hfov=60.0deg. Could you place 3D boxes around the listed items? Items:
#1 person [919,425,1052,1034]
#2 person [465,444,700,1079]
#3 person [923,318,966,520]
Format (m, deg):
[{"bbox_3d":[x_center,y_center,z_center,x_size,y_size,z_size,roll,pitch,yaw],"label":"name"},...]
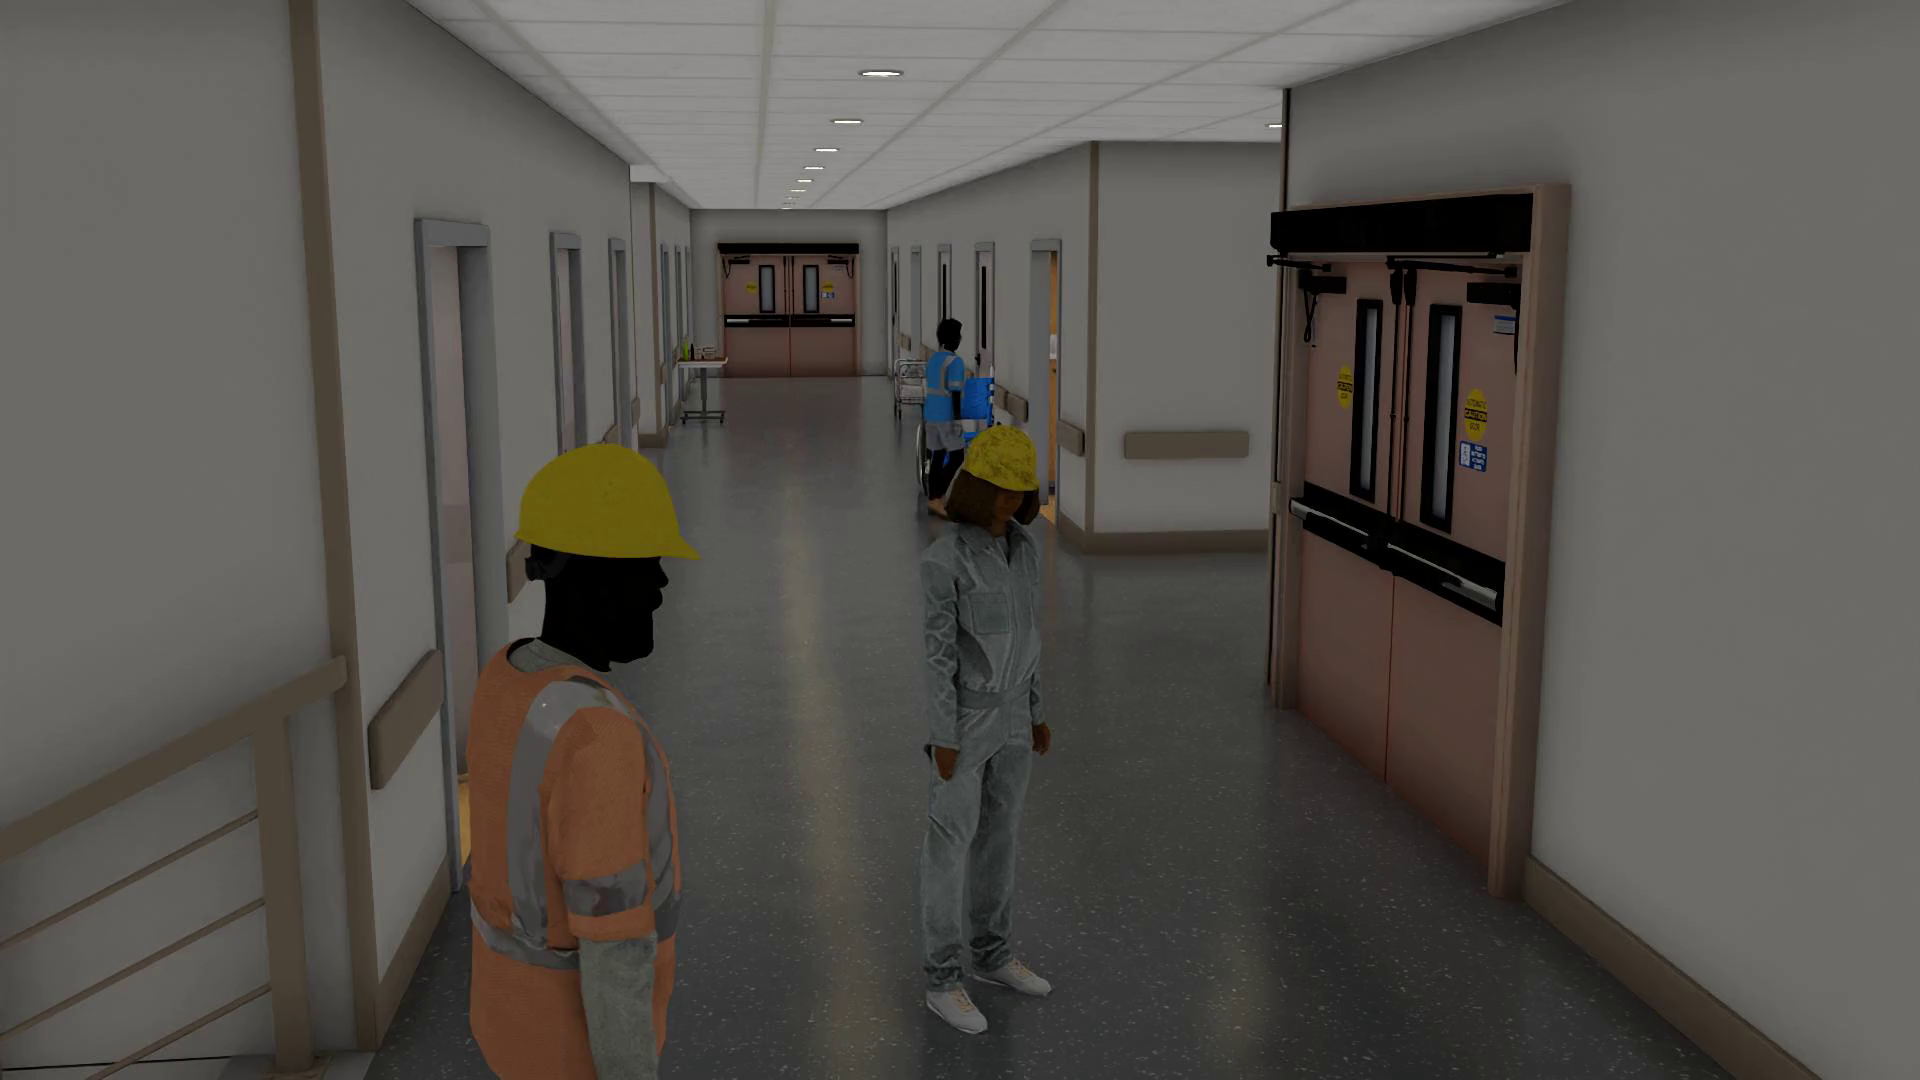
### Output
[{"bbox_3d":[0.095,0.532,4.824,0.311,1.736,0.483,8,13,40],"label":"person"},{"bbox_3d":[-0.598,0.799,2.747,0.393,1.918,0.585,-5,11,-27],"label":"person"},{"bbox_3d":[-0.152,-1.024,14.022,0.406,1.685,0.572,-5,11,-27],"label":"person"}]
